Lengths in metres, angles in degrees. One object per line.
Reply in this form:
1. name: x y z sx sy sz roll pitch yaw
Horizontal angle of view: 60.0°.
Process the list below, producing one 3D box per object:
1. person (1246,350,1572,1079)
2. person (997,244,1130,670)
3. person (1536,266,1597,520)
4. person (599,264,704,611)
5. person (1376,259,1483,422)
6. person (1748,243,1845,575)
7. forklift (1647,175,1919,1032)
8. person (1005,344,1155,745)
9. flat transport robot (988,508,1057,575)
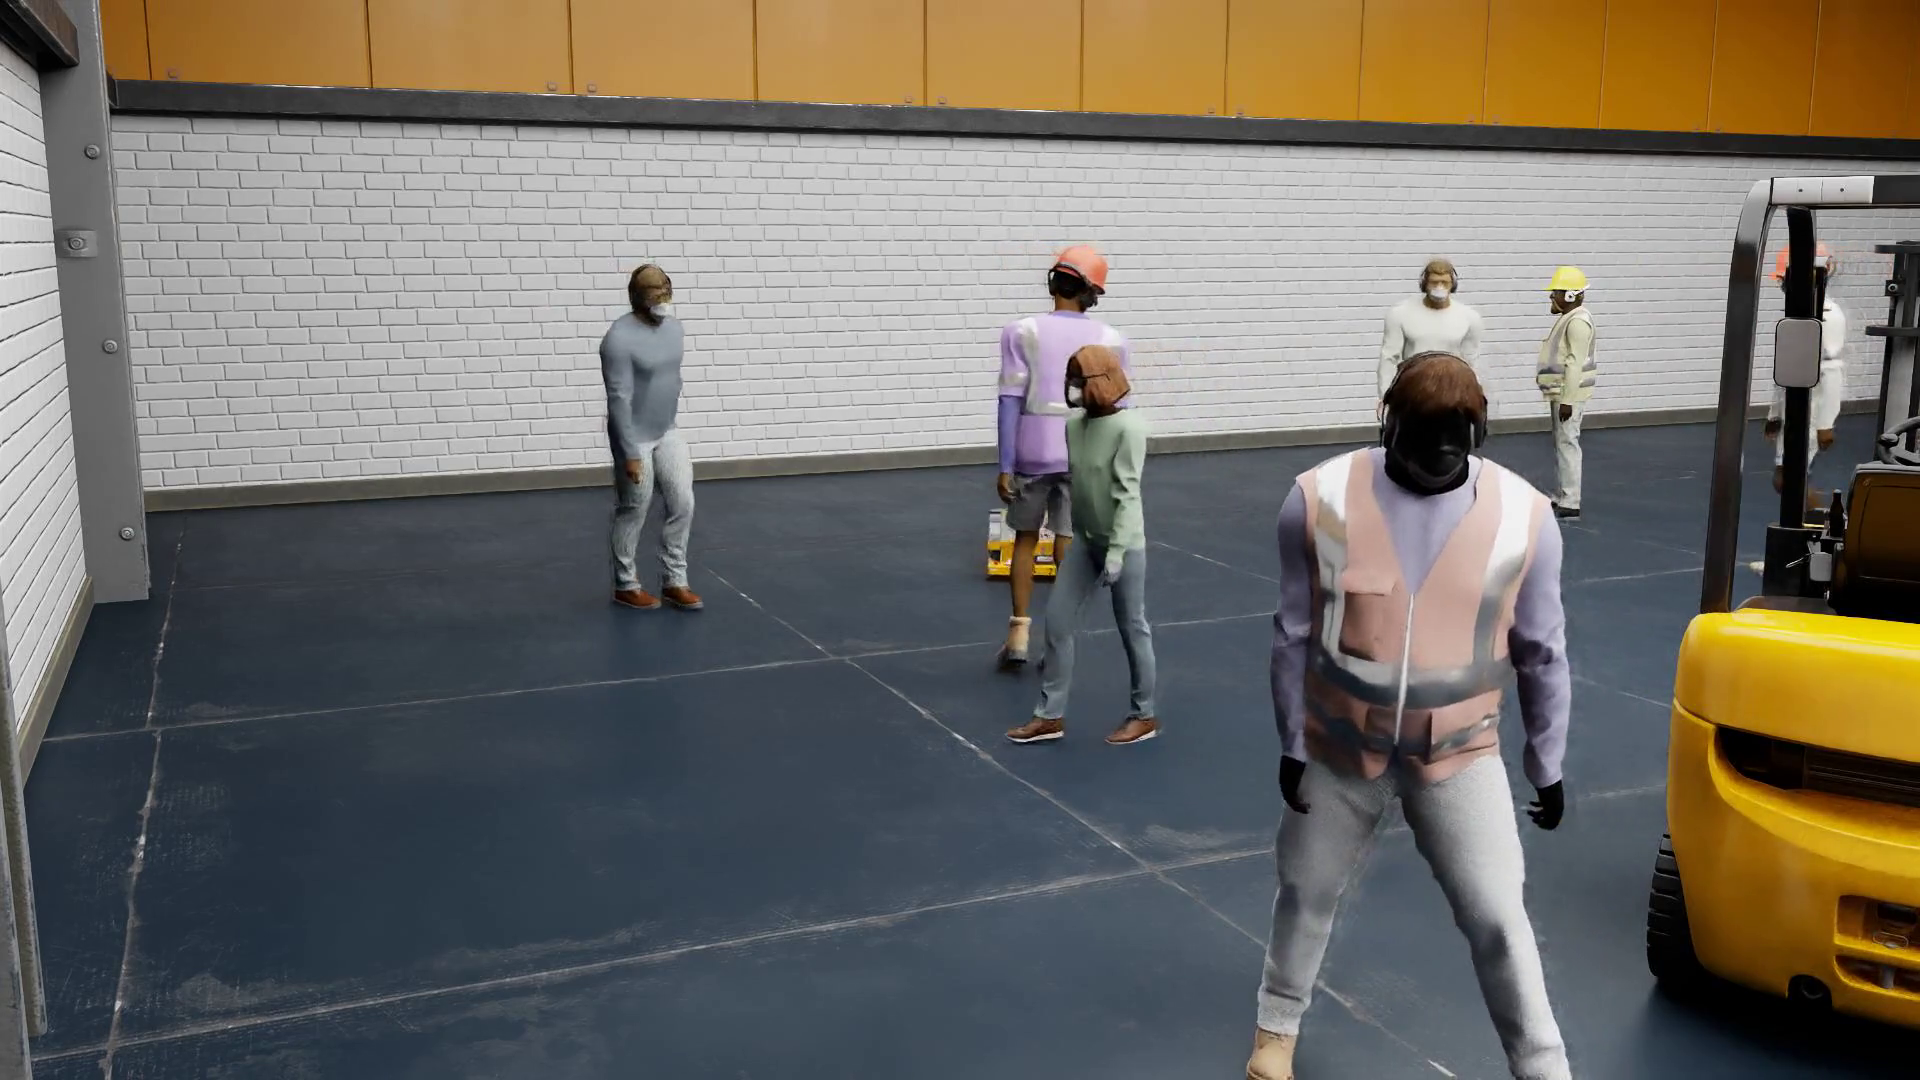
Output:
1. person: 1.073 0.471 3.735 0.772 1.799 0.538 3 11 14
2. person: 0.485 -0.365 7.745 0.620 1.992 0.578 -1 10 -3
3. person: 4.373 -1.057 12.035 0.403 1.826 0.596 2 11 13
4. person: -1.680 -0.520 8.887 0.666 1.886 0.654 6 12 32
5. person: 3.092 -0.897 10.997 0.648 1.881 1.036 3 11 18
6. person: 4.956 -0.747 9.791 0.526 2.013 0.653 2 10 9
7. forklift: 2.810 0.094 4.662 1.214 2.155 2.313 7 12 34
8. person: 0.502 0.047 6.549 0.718 1.606 0.519 -7 12 -34
9. flat transport robot: 0.508 0.001 10.473 0.652 0.197 1.431 0 10 1
